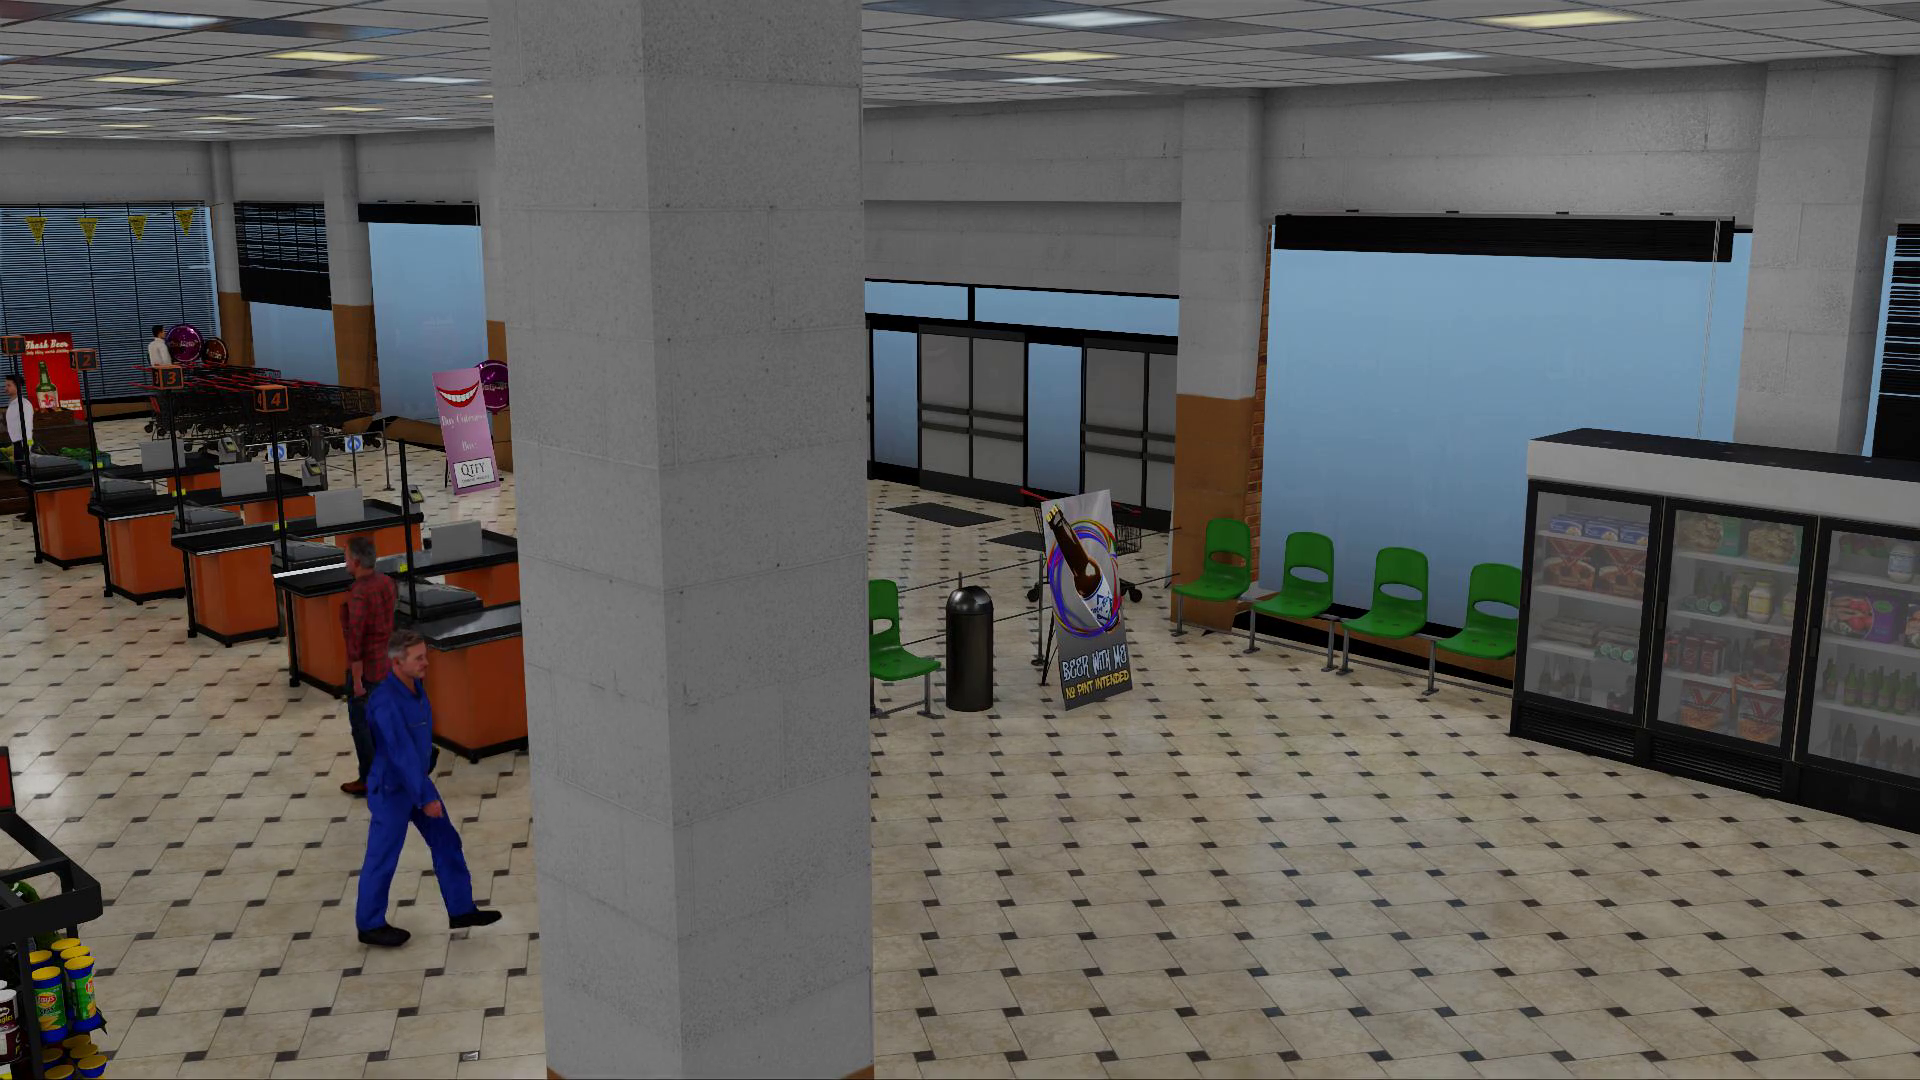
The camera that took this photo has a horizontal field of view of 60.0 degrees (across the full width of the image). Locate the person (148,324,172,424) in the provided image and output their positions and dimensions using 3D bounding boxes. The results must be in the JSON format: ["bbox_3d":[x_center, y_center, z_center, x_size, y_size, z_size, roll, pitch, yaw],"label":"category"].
[{"bbox_3d":[-14.062,-2.889,29.277,0.670,1.811,0.565,10,16,40],"label":"person"}]

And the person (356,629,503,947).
[{"bbox_3d":[-3.149,1.369,9.090,1.111,1.797,1.081,1,12,4],"label":"person"}]

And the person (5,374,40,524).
[{"bbox_3d":[-11.804,-1.171,21.000,0.550,1.860,0.604,-11,16,-42],"label":"person"}]

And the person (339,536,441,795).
[{"bbox_3d":[-3.950,0.873,11.398,1.030,1.817,1.023,3,12,12],"label":"person"}]
